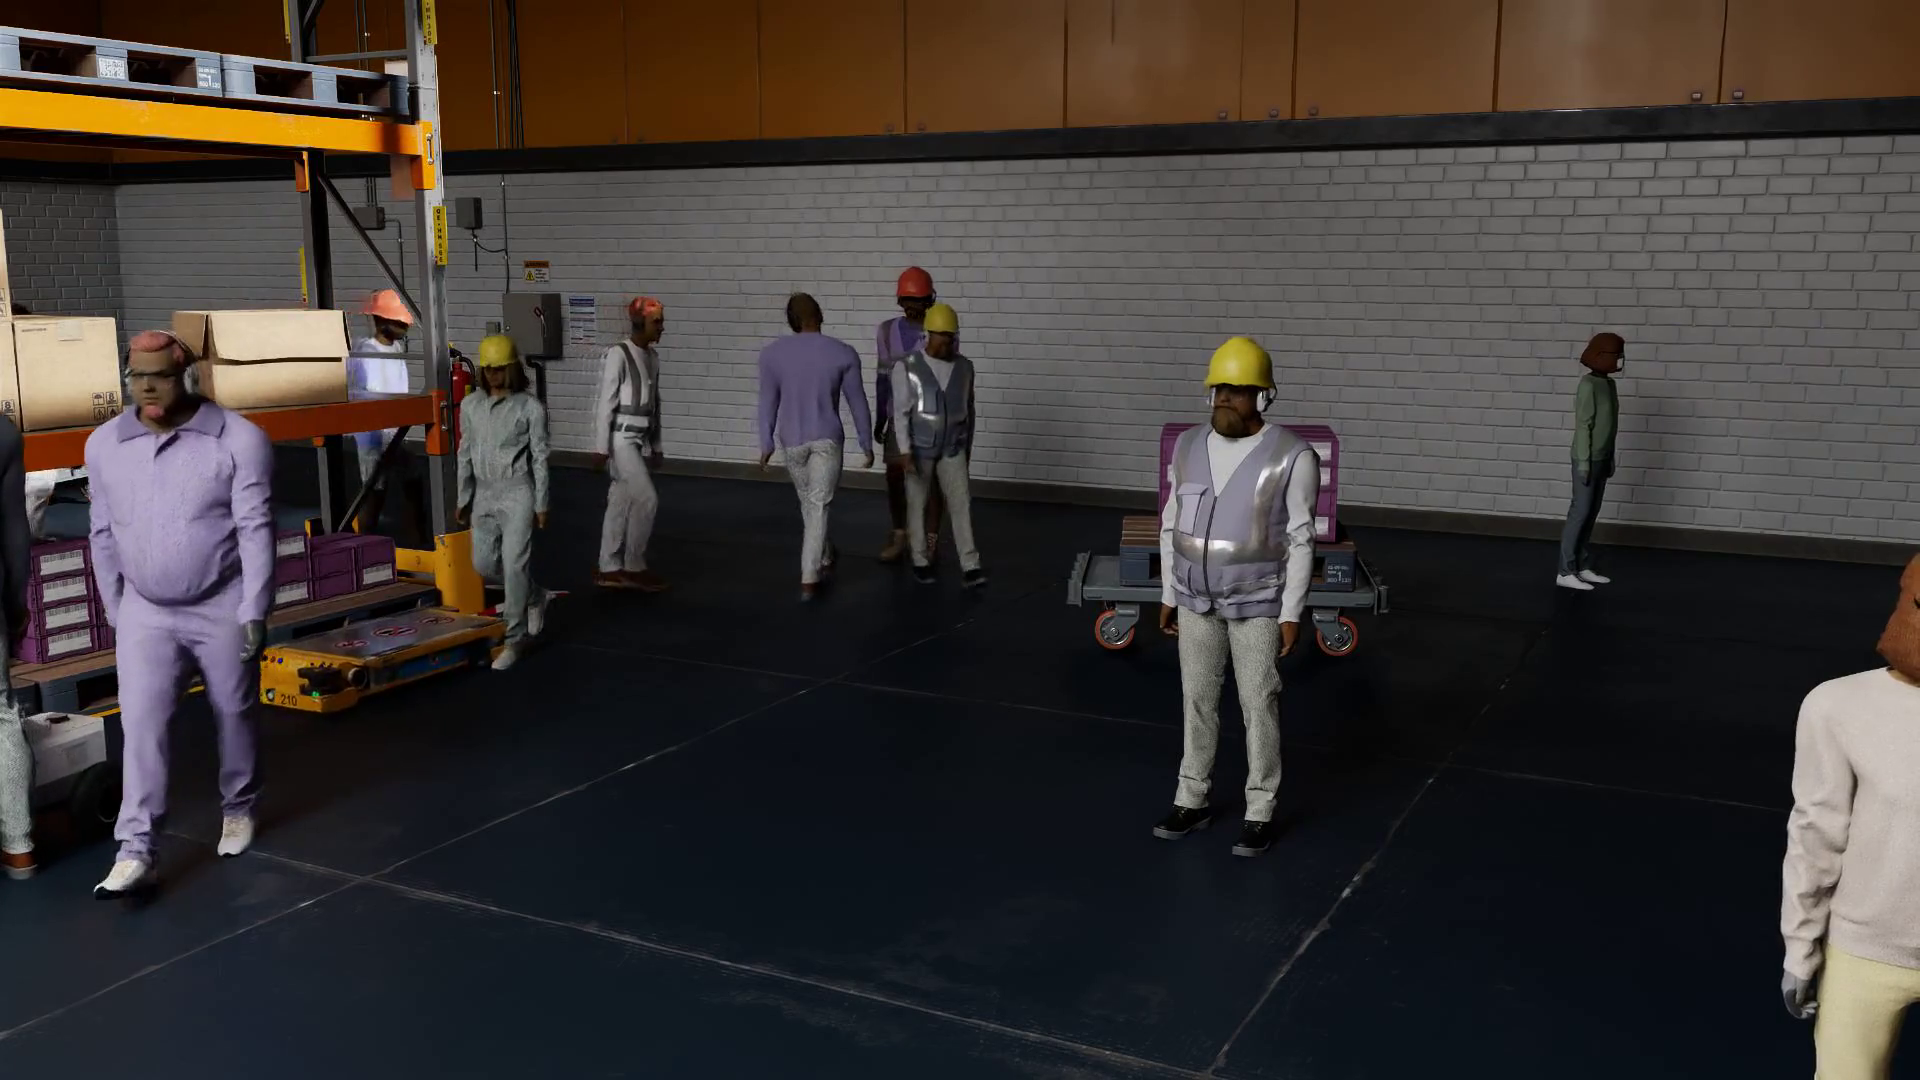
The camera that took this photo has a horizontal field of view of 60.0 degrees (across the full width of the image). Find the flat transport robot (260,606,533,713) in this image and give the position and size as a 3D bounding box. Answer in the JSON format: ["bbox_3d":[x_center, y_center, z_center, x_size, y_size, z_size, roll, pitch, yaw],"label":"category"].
[{"bbox_3d":[-2.870,0.567,8.308,0.652,0.197,1.431,5,11,26],"label":"flat transport robot"}]

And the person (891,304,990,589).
[{"bbox_3d":[-0.117,-0.571,10.472,0.604,1.792,0.844,-4,10,-20],"label":"person"}]

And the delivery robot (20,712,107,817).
[{"bbox_3d":[-3.385,0.801,5.862,0.477,0.478,0.707,3,10,17],"label":"delivery robot"}]

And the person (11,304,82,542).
[{"bbox_3d":[-6.013,-0.618,10.753,0.653,1.791,0.973,-2,10,-9],"label":"person"}]

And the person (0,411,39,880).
[{"bbox_3d":[-3.357,0.226,5.463,0.355,1.936,0.635,5,11,29],"label":"person"}]

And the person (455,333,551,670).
[{"bbox_3d":[-2.340,-0.227,8.686,0.500,1.719,0.647,3,10,17],"label":"person"}]

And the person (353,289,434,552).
[{"bbox_3d":[-3.640,-0.663,10.750,0.766,1.895,0.562,2,10,9],"label":"person"}]

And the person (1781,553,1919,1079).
[{"bbox_3d":[1.793,0.794,3.086,0.497,1.625,0.281,5,11,25],"label":"person"}]

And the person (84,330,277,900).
[{"bbox_3d":[-2.613,0.243,5.565,0.653,1.860,0.951,-1,10,-6],"label":"person"}]

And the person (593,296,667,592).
[{"bbox_3d":[-2.044,-0.595,10.497,0.630,1.843,0.580,1,10,7],"label":"person"}]

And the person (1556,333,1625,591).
[{"bbox_3d":[4.017,-0.498,10.556,0.289,1.627,0.501,8,13,39],"label":"person"}]

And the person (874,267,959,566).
[{"bbox_3d":[-0.312,-0.831,11.346,0.627,2.037,0.399,4,11,24],"label":"person"}]

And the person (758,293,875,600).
[{"bbox_3d":[-0.892,-0.608,10.482,0.691,1.863,1.048,1,10,7],"label":"person"}]

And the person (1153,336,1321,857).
[{"bbox_3d":[0.961,0.199,5.917,0.590,1.836,0.404,7,12,35],"label":"person"}]
